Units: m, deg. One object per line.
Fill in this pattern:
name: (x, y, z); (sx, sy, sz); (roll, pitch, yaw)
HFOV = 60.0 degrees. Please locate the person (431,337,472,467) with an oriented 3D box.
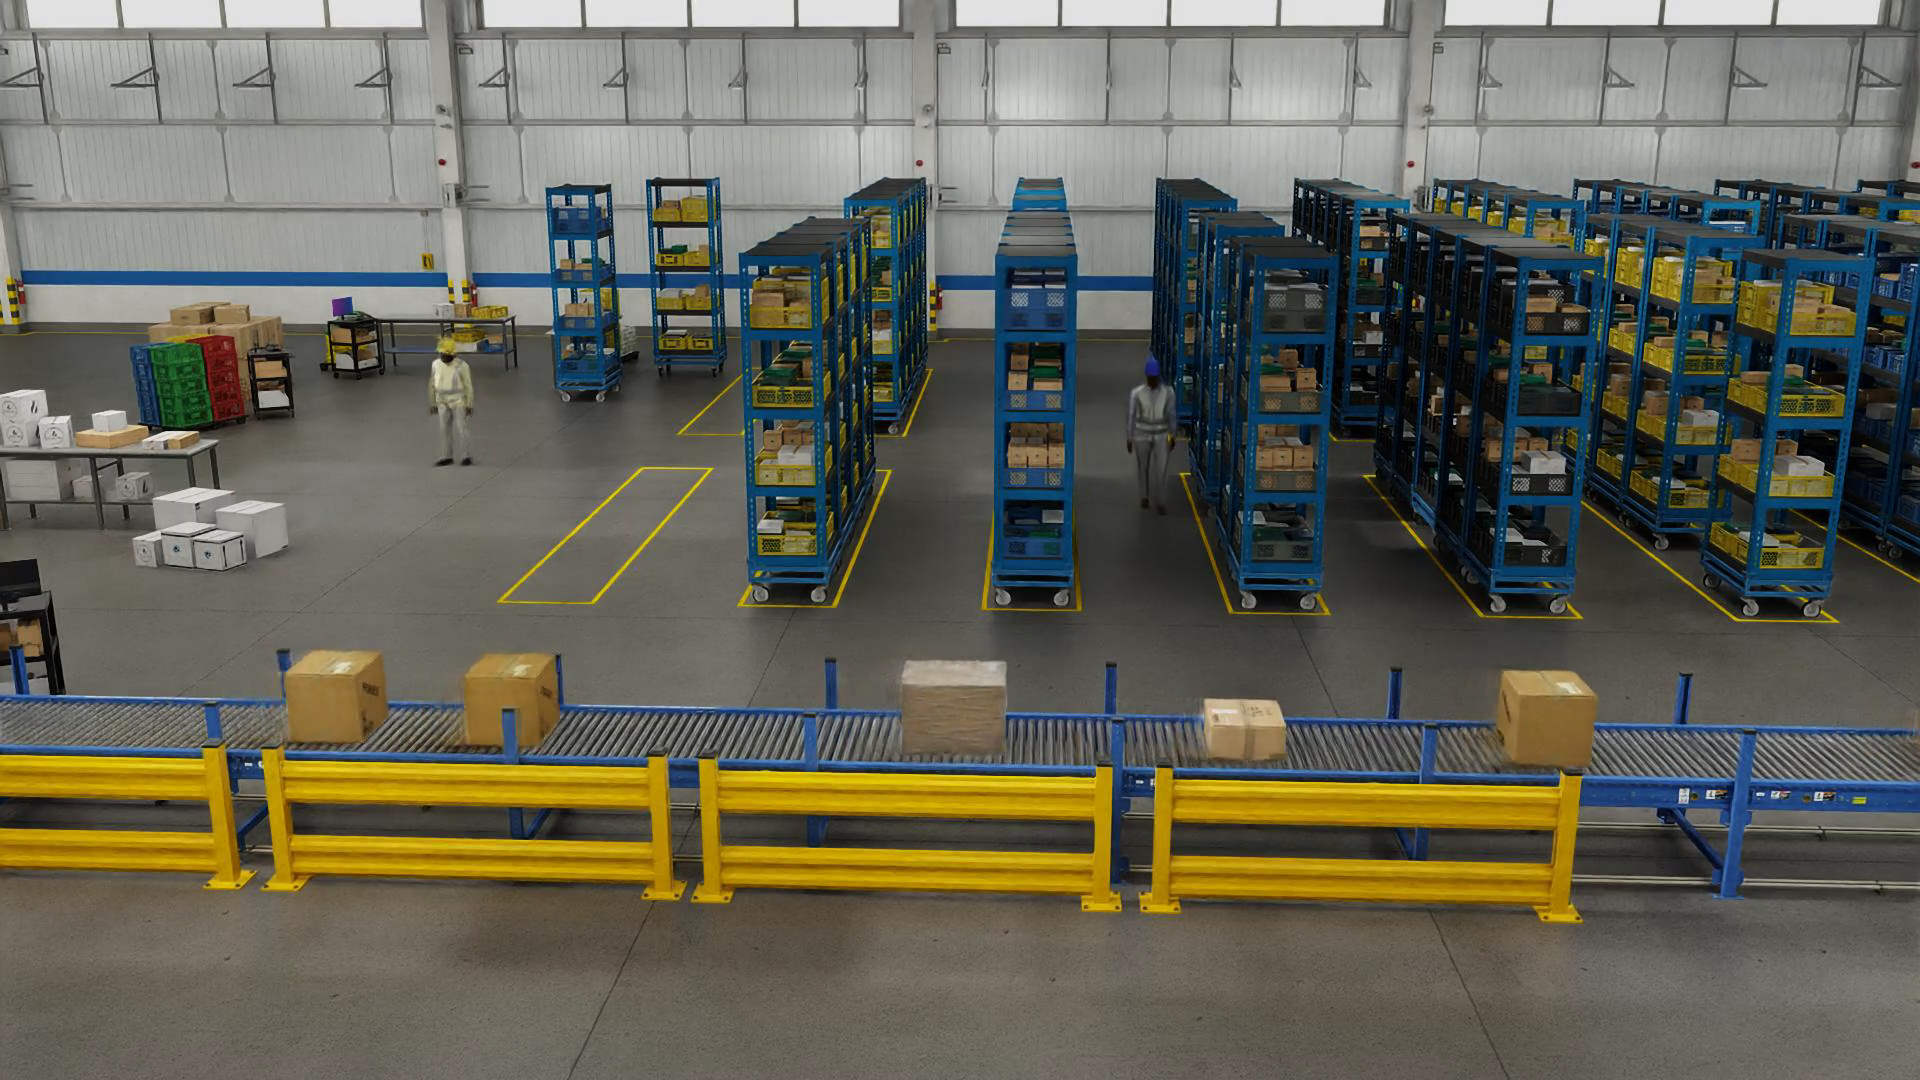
person: (-7.103, -1.923, 23.207); (0.600, 1.829, 0.404); (4, 16, 16)

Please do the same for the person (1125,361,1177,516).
person: (2.365, -1.250, 20.544); (0.651, 1.905, 0.935); (0, 15, 0)
